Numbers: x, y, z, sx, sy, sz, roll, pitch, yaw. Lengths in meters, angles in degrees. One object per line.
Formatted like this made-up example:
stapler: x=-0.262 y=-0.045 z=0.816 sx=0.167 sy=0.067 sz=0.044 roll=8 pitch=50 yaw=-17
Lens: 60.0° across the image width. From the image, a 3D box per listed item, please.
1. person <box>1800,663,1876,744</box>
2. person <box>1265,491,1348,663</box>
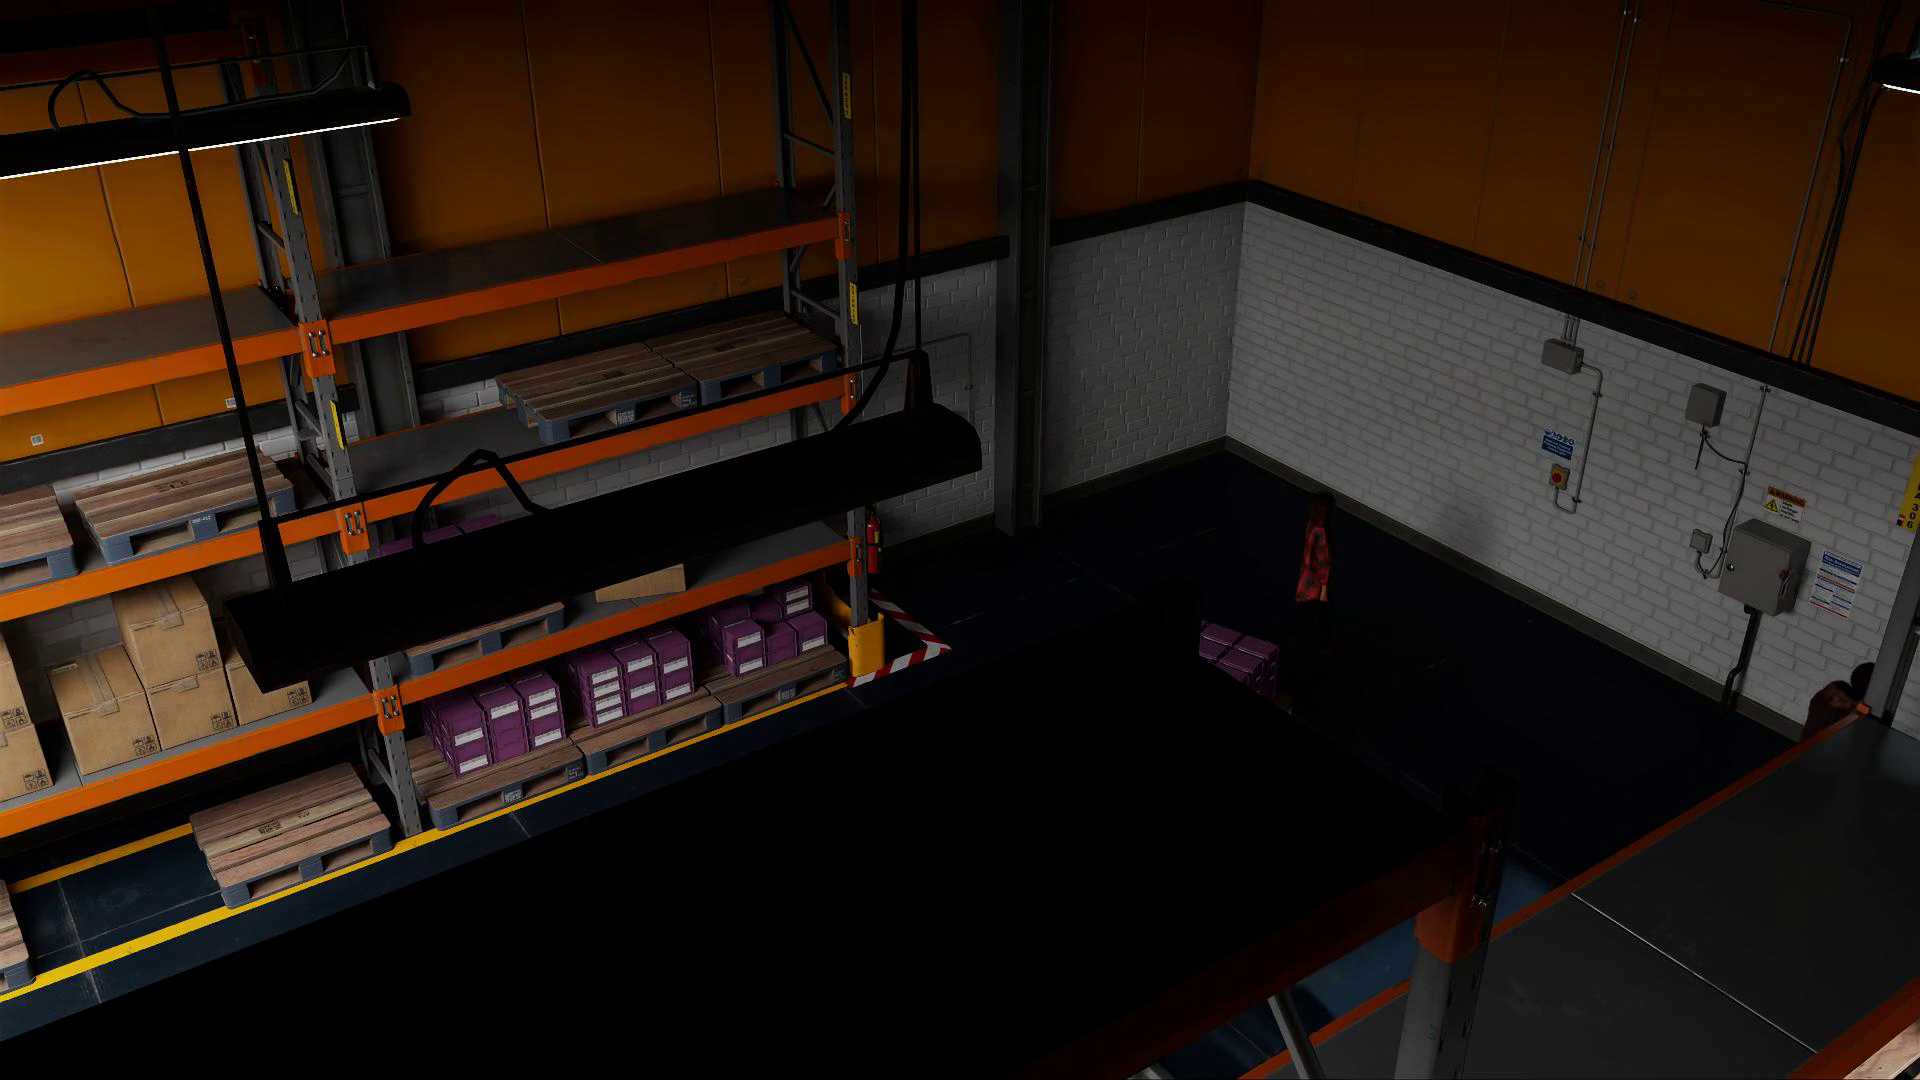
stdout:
person: x=6.055 y=1.681 z=11.650 sx=1.125 sy=1.821 sz=0.940 roll=-9 pitch=30 yaw=-16
person: x=2.958 y=0.369 z=14.209 sx=1.152 sy=1.674 sz=1.014 roll=1 pitch=29 yaw=3
